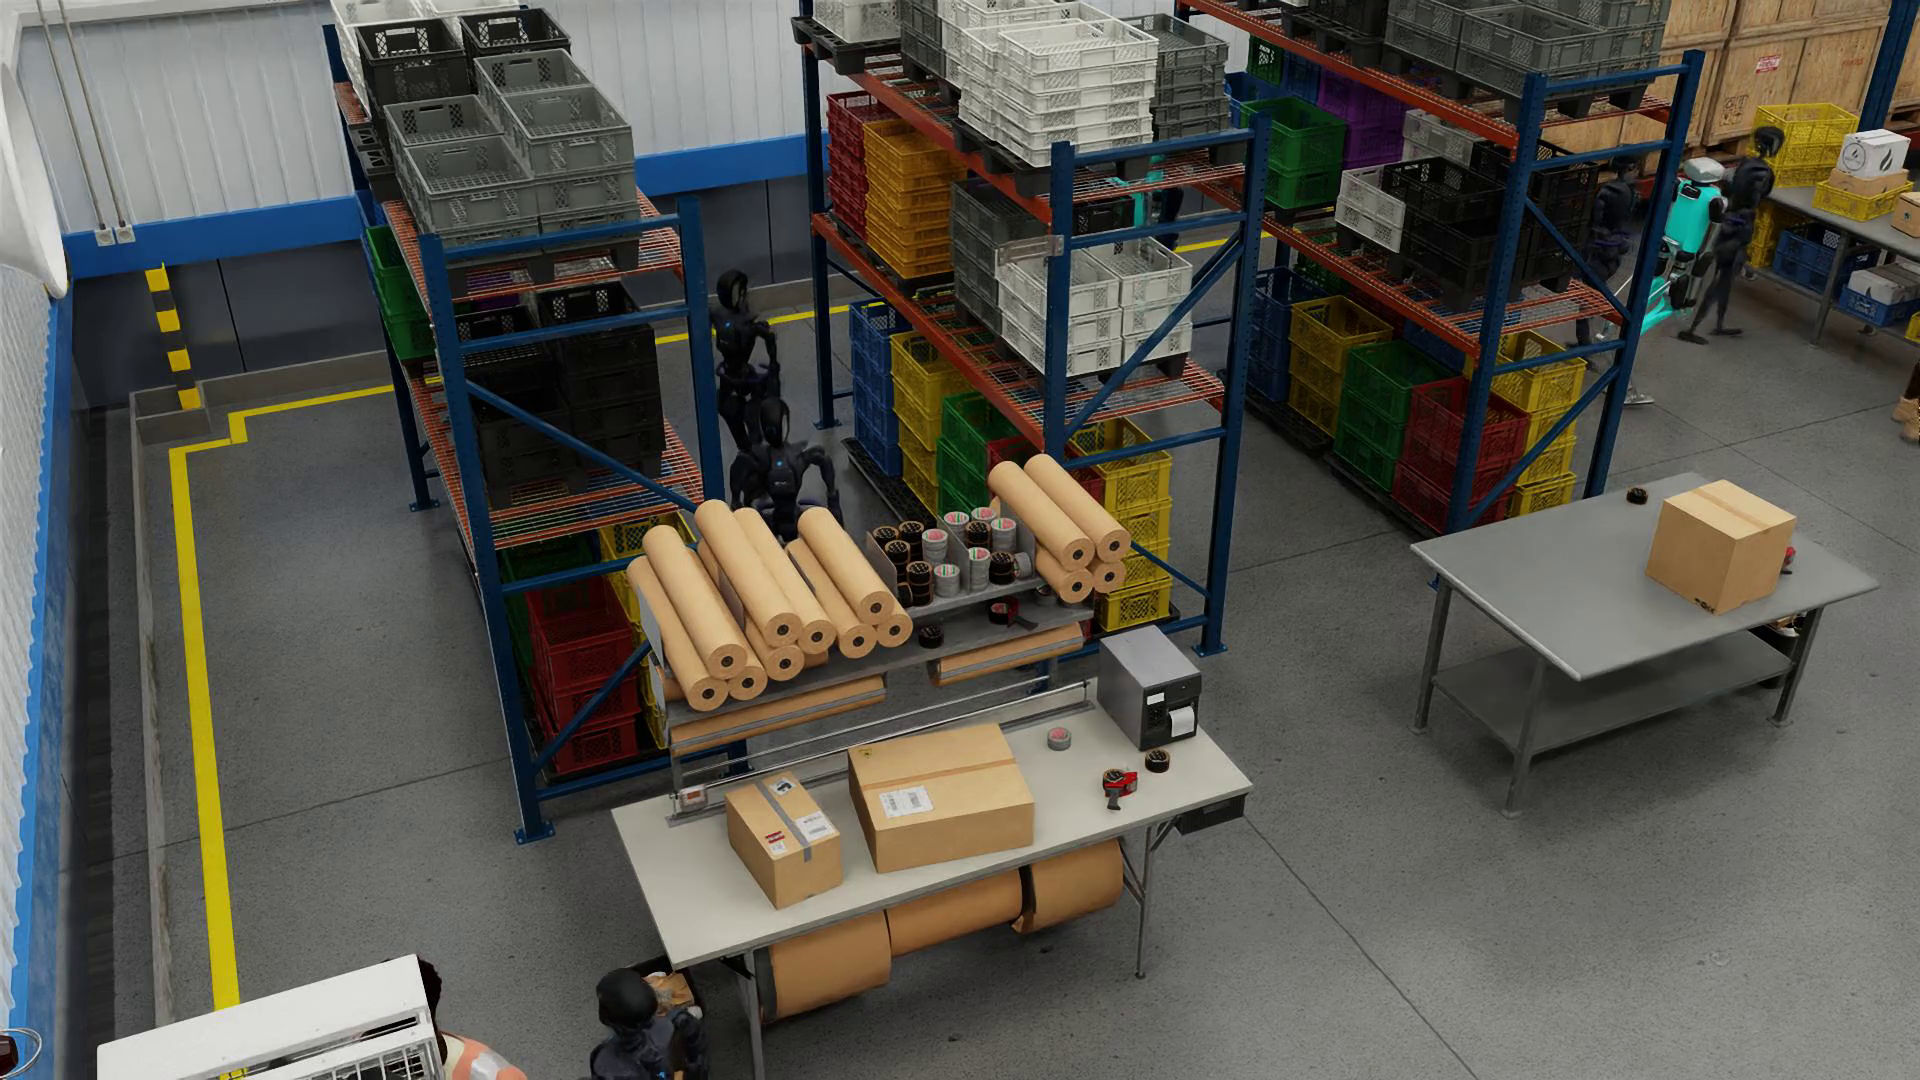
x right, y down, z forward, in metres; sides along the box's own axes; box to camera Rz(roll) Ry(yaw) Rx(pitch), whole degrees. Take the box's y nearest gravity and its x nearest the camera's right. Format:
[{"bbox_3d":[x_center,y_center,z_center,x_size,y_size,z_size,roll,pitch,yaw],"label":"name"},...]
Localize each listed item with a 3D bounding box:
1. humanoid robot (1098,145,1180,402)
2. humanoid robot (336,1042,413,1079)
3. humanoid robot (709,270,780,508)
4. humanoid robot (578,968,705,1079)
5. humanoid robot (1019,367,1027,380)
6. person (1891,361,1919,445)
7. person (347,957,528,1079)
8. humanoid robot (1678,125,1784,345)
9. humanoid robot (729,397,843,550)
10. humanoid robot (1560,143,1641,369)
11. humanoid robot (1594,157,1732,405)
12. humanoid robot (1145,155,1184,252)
[{"bbox_3d":[1.334,-1.801,11.505,0.786,1.786,0.535,18,36,27],"label":"humanoid robot"},{"bbox_3d":[-1.864,2.130,5.114,0.700,1.779,0.530,24,39,33],"label":"humanoid robot"},{"bbox_3d":[-1.327,-0.873,10.082,0.587,1.624,0.769,13,34,20],"label":"humanoid robot"},{"bbox_3d":[-1.064,2.006,5.371,0.422,1.653,0.606,21,38,31],"label":"humanoid robot"},{"bbox_3d":[0.444,-1.914,11.664,0.560,1.746,0.845,24,39,34],"label":"humanoid robot"},{"bbox_3d":[6.641,-1.561,10.847,0.496,2.015,0.632,13,34,21],"label":"person"},{"bbox_3d":[-1.548,2.015,5.080,0.612,1.964,0.361,10,33,15],"label":"person"},{"bbox_3d":[5.731,-2.258,12.307,0.398,1.660,0.613,7,32,11],"label":"humanoid robot"},{"bbox_3d":[-0.870,0.014,8.615,0.613,1.644,0.479,-4,32,-6],"label":"humanoid robot"},{"bbox_3d":[4.558,-2.034,11.930,0.382,1.653,0.589,25,39,34],"label":"humanoid robot"},{"bbox_3d":[4.670,-1.726,11.287,0.742,1.693,0.531,-10,33,-16],"label":"humanoid robot"},{"bbox_3d":[1.276,-2.276,12.257,0.676,1.778,0.543,-20,37,-29],"label":"humanoid robot"}]
